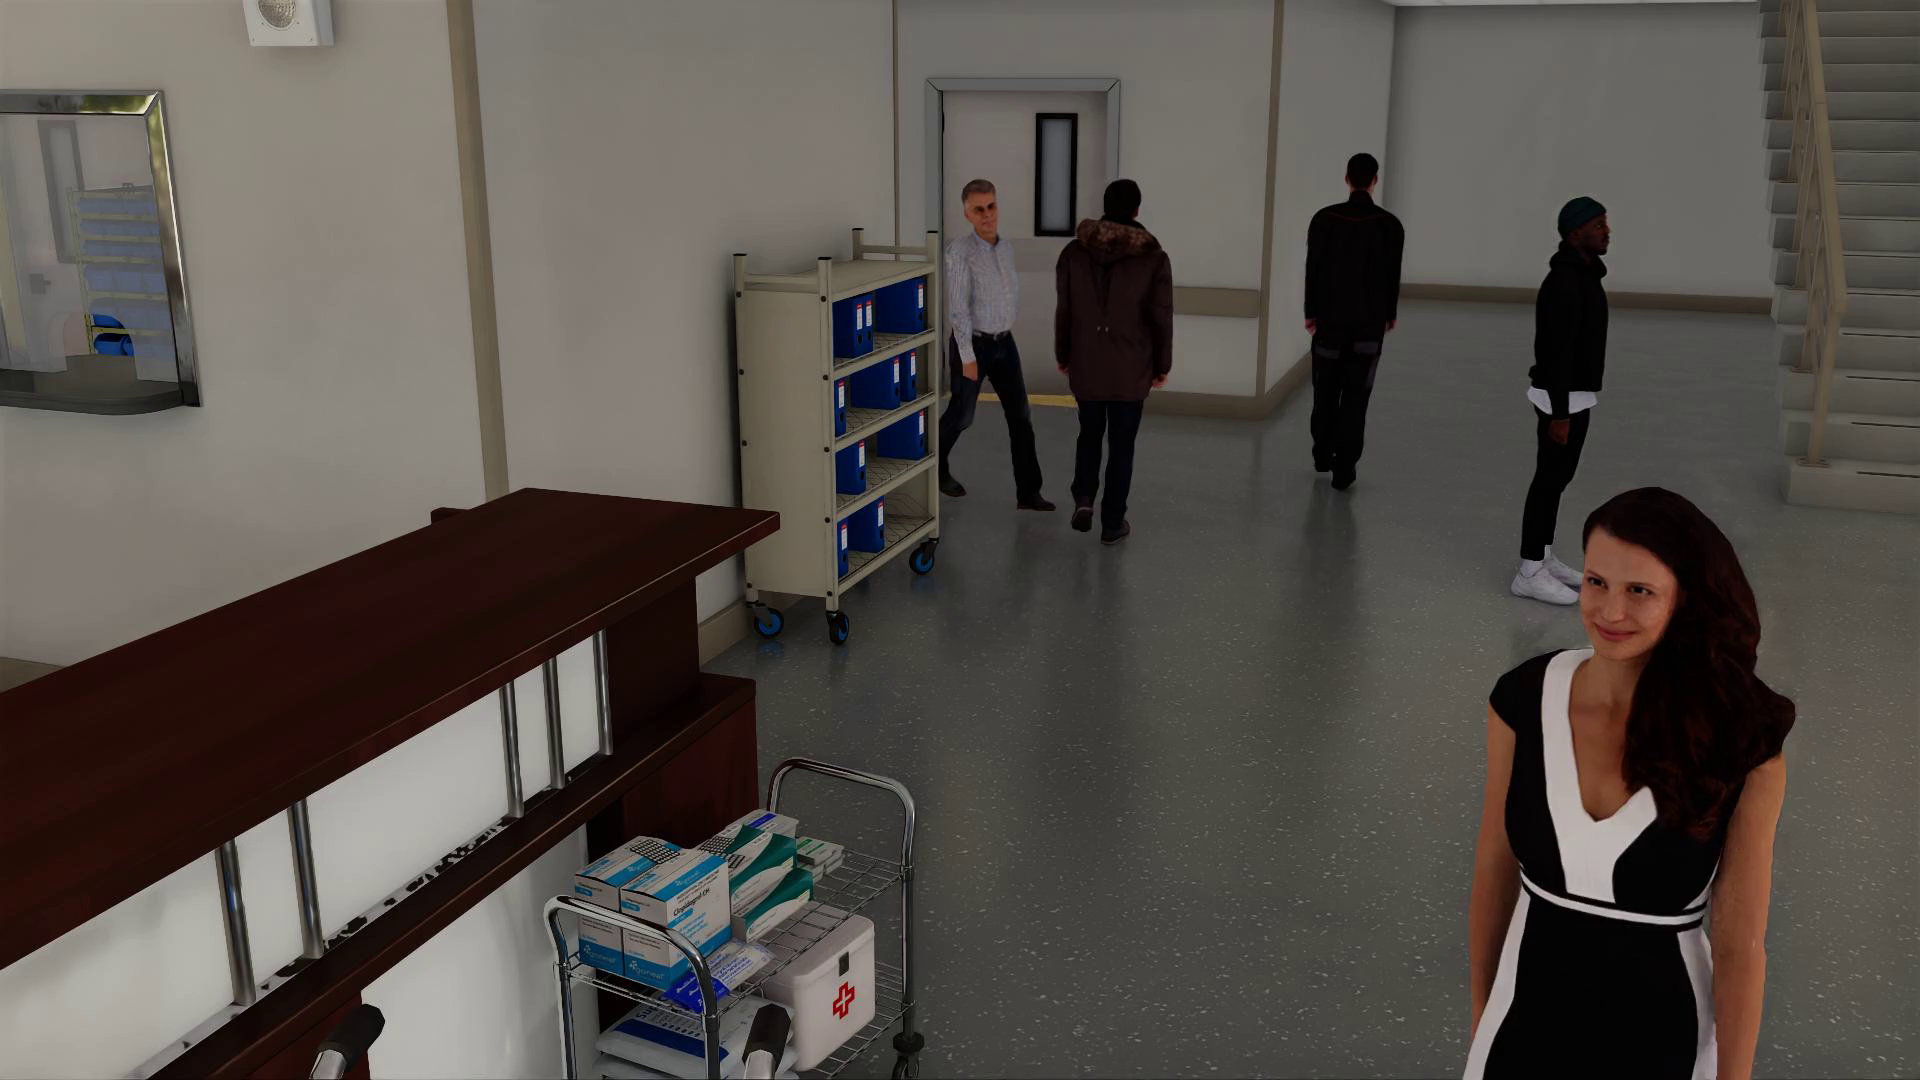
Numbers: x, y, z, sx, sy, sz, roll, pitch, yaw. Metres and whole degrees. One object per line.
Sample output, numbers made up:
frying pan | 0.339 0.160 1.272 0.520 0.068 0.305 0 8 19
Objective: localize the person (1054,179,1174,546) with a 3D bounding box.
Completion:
person | 0.725 -0.853 8.284 0.768 1.832 0.720 6 17 21

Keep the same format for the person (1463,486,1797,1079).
person | 1.006 0.777 2.585 0.649 1.787 0.683 9 18 29

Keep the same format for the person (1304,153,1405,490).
person | 2.210 -1.221 9.481 0.689 1.890 0.723 6 17 21

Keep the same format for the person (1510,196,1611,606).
person | 2.748 -0.648 7.583 0.769 1.817 0.590 9 18 30

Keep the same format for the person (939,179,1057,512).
person | 0.055 -1.031 9.038 1.213 1.765 1.090 -15 22 -43
